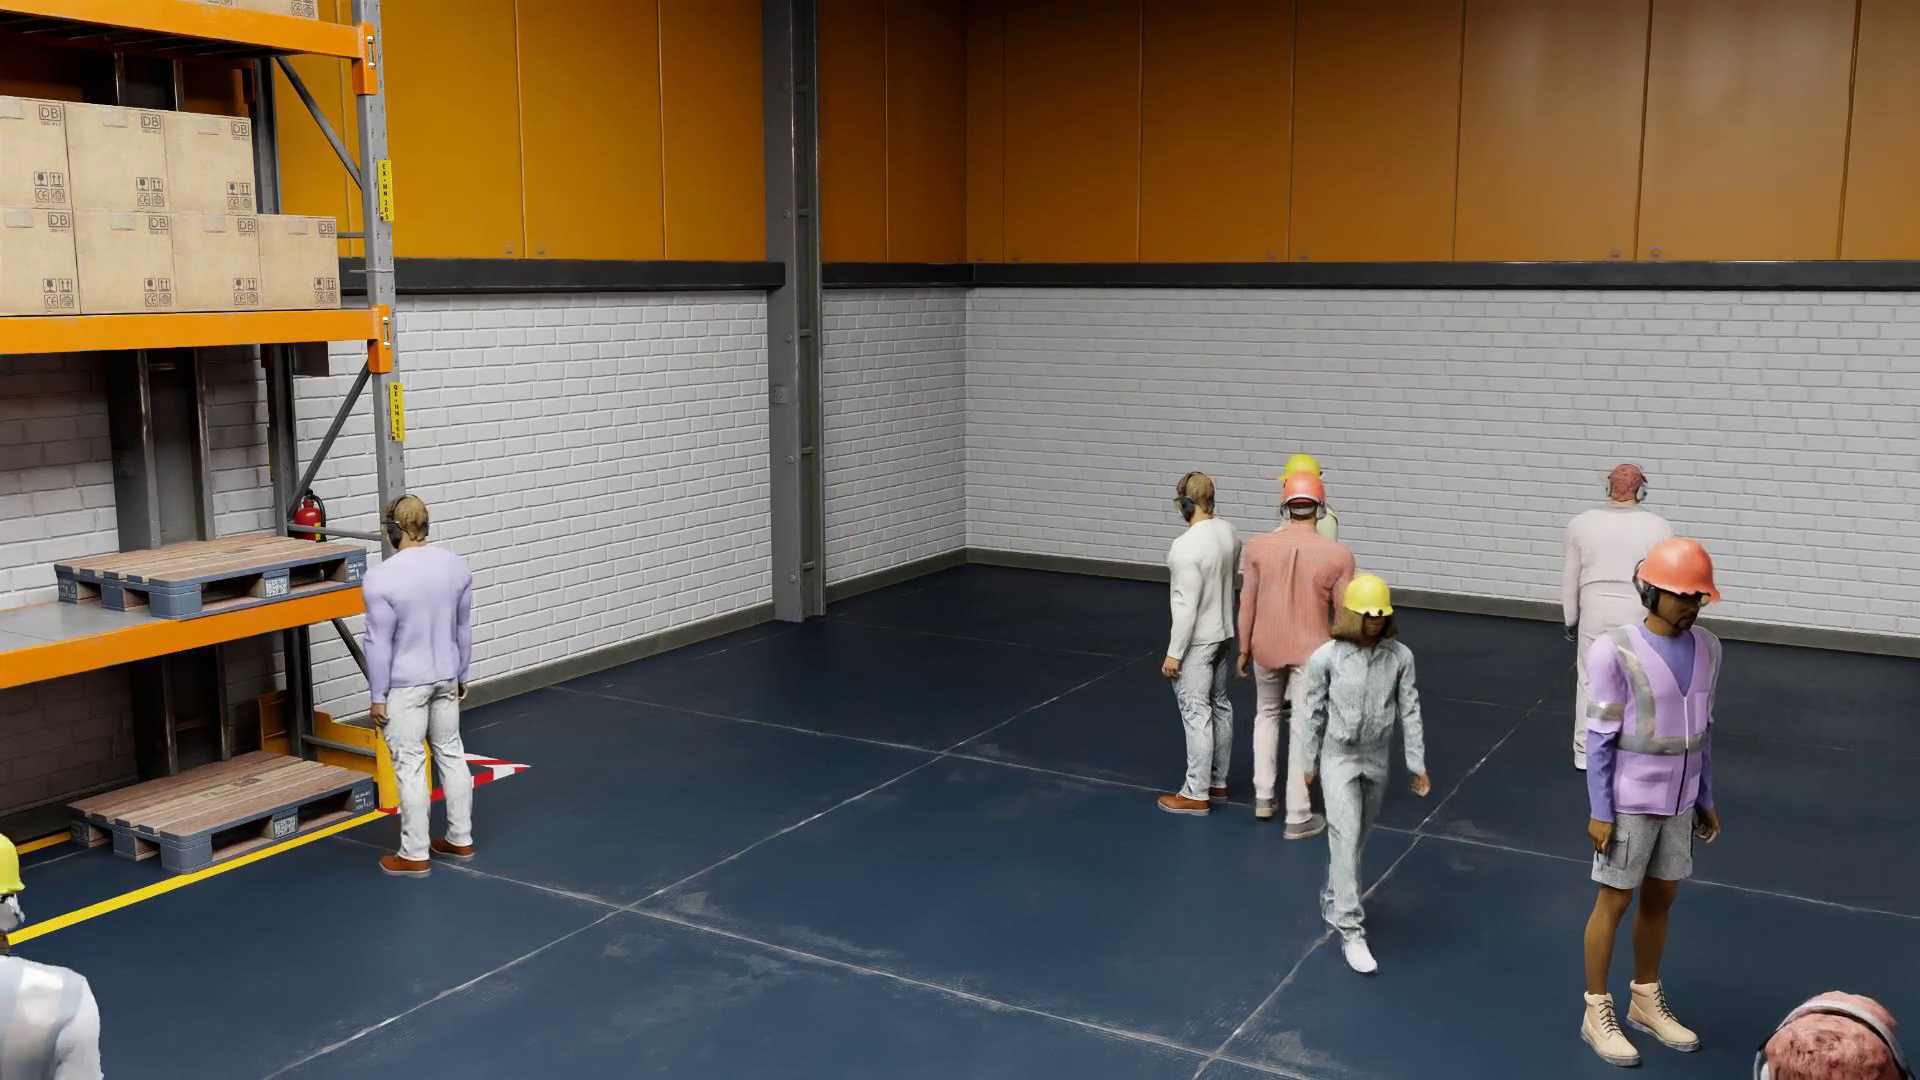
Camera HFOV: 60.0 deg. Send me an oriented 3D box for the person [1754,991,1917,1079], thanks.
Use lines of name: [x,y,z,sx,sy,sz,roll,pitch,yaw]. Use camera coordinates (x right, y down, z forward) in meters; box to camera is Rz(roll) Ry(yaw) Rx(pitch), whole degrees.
person: [1.361,1.662,2.719,0.636,1.899,0.396,7,12,38]

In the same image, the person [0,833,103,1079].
person: [-2.222,1.551,3.758,0.611,1.787,0.817,-1,9,-9]

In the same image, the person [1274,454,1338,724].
person: [2.299,0.328,11.230,0.404,1.828,0.602,-2,9,-15]

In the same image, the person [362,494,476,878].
person: [-2.731,0.727,8.425,0.358,1.931,0.628,6,11,34]

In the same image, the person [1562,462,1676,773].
person: [3.978,0.481,10.041,0.651,1.906,0.403,6,11,31]

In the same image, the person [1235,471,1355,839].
person: [1.832,0.615,9.068,0.650,1.961,0.608,4,10,22]

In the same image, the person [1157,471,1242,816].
person: [1.342,0.579,9.342,0.370,1.934,0.627,7,11,35]

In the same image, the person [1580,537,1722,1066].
person: [2.686,0.995,6.416,0.605,2.041,0.383,-4,10,-22]

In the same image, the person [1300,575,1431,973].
person: [1.803,1.006,7.348,0.502,1.707,0.802,-2,9,-15]
